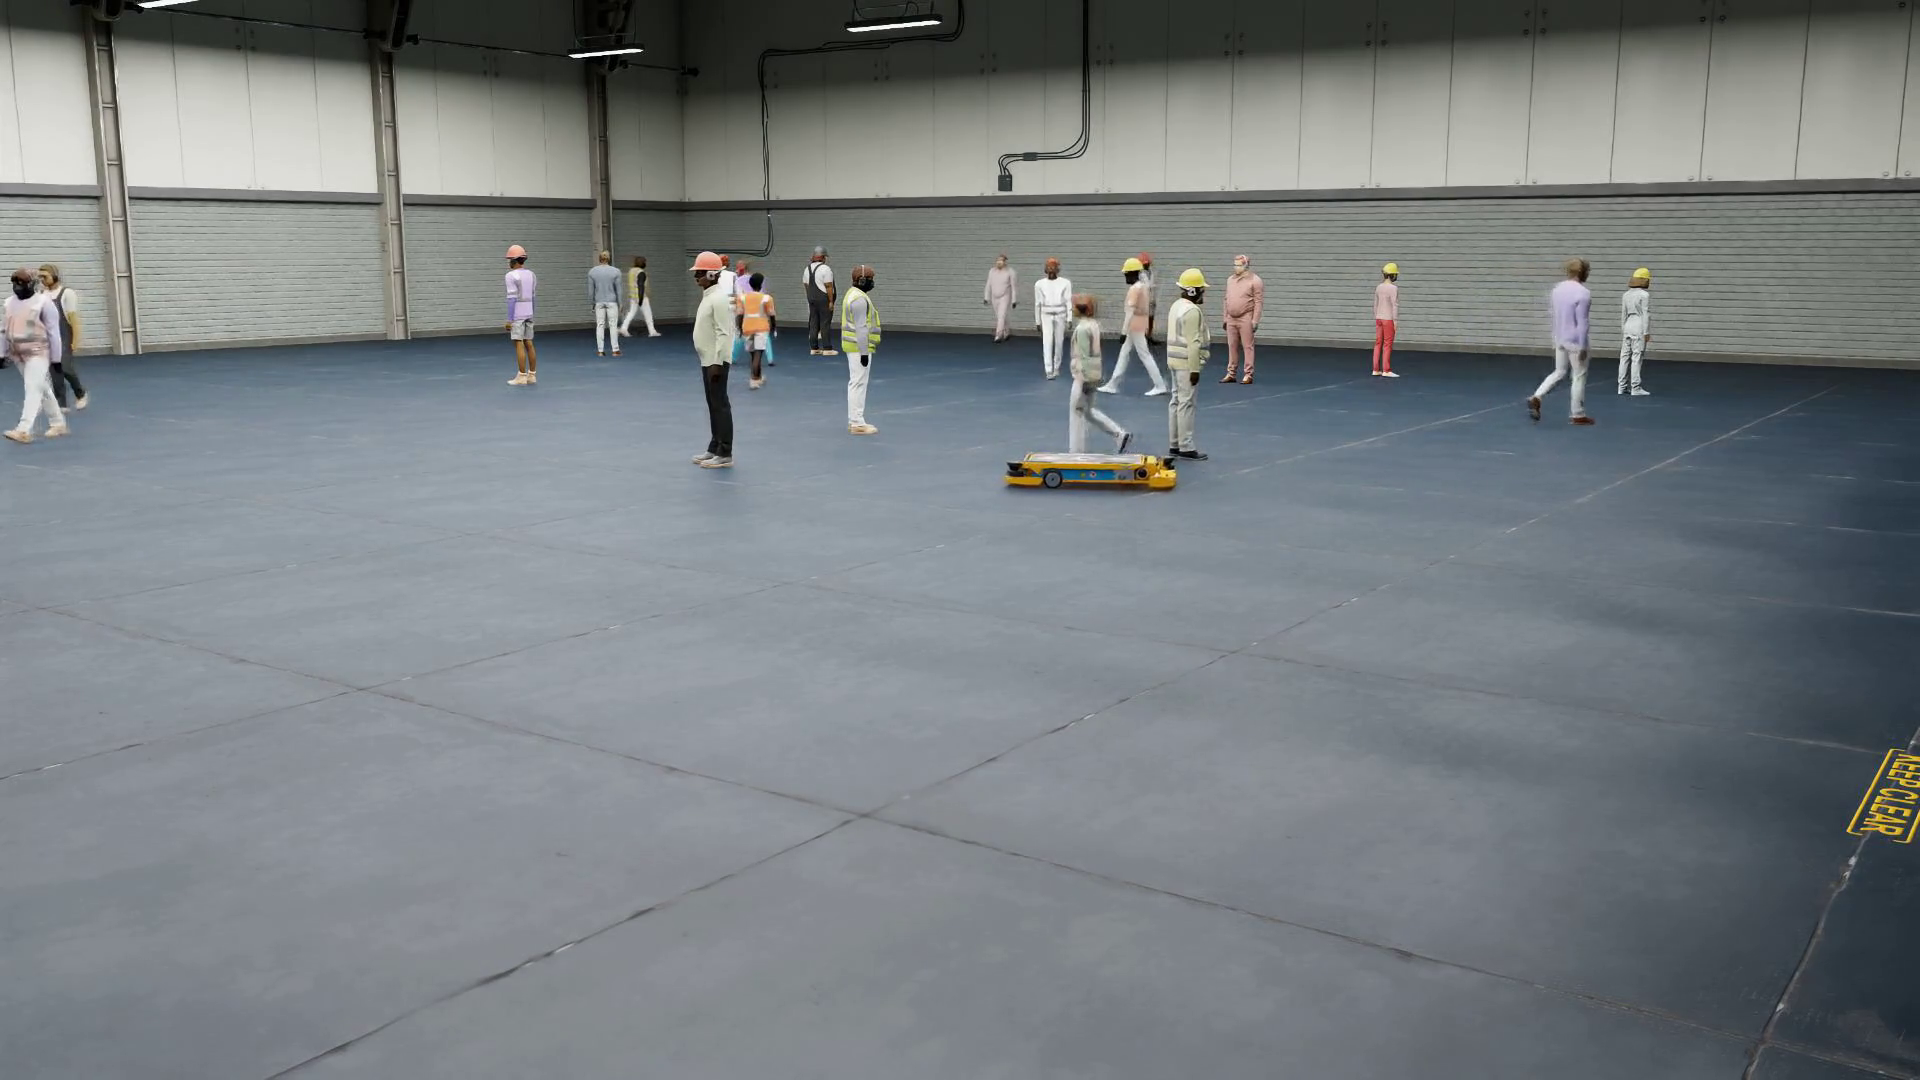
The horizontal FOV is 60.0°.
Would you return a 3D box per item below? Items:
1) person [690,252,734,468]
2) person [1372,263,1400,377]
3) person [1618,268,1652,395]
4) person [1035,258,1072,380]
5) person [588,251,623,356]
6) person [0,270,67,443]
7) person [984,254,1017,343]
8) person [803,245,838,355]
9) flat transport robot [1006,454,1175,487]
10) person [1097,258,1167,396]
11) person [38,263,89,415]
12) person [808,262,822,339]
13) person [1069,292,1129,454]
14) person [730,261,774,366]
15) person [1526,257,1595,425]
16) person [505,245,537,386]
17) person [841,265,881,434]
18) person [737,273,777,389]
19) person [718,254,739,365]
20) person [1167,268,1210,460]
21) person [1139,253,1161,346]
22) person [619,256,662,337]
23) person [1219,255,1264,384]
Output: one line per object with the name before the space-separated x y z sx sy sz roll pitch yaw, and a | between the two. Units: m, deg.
person | -2.306 -1.673 15.487 0.378 1.996 0.611 -3 11 -19
person | 6.656 -3.413 25.874 0.322 1.767 0.533 -4 11 -21
person | 9.303 -2.857 22.852 0.311 1.735 0.484 -4 11 -20
person | 1.434 -3.414 25.634 0.573 1.858 0.919 0 10 -1
person | -6.511 -4.349 30.633 0.635 1.937 0.354 1 10 4
person | -9.806 -1.932 17.513 0.616 1.799 0.976 3 11 18
person | 0.888 -5.090 35.026 0.639 1.868 0.986 7 12 32
person | -2.561 -4.469 31.020 0.683 2.000 0.538 9 14 42
flat transport robot | 1.136 -0.611 14.369 1.431 0.197 0.652 1 10 6
person | 2.376 -2.897 22.693 1.011 1.874 0.609 2 10 12
person | -10.902 -2.420 20.115 0.547 1.835 0.431 2 10 12
person | -3.123 -5.209 36.118 0.317 1.700 0.538 -9 13 -40
person | 1.258 -1.529 15.726 0.576 1.618 0.515 4 11 19
person | -3.590 -3.843 28.258 0.984 1.771 0.662 7 12 35
person | 6.908 -2.250 18.920 0.756 1.922 0.635 -3 11 -17
person | -6.445 -3.274 24.322 0.377 2.044 0.608 4 11 20
person | -1.081 -2.077 18.210 0.429 1.835 0.630 -2 10 -9
person | -2.907 -2.993 23.854 0.546 1.646 0.888 3 10 15
person | -4.029 -3.930 28.442 0.573 1.883 0.354 -5 11 -26
person | 2.197 -1.687 16.016 0.404 1.834 0.591 -2 10 -10
person | 3.813 -4.830 33.495 0.773 1.885 0.408 -8 13 -36
person | -7.154 -5.400 36.921 0.931 1.807 0.629 -7 12 -34
person | 4.147 -3.254 24.614 0.406 1.902 0.636 -10 14 -44
